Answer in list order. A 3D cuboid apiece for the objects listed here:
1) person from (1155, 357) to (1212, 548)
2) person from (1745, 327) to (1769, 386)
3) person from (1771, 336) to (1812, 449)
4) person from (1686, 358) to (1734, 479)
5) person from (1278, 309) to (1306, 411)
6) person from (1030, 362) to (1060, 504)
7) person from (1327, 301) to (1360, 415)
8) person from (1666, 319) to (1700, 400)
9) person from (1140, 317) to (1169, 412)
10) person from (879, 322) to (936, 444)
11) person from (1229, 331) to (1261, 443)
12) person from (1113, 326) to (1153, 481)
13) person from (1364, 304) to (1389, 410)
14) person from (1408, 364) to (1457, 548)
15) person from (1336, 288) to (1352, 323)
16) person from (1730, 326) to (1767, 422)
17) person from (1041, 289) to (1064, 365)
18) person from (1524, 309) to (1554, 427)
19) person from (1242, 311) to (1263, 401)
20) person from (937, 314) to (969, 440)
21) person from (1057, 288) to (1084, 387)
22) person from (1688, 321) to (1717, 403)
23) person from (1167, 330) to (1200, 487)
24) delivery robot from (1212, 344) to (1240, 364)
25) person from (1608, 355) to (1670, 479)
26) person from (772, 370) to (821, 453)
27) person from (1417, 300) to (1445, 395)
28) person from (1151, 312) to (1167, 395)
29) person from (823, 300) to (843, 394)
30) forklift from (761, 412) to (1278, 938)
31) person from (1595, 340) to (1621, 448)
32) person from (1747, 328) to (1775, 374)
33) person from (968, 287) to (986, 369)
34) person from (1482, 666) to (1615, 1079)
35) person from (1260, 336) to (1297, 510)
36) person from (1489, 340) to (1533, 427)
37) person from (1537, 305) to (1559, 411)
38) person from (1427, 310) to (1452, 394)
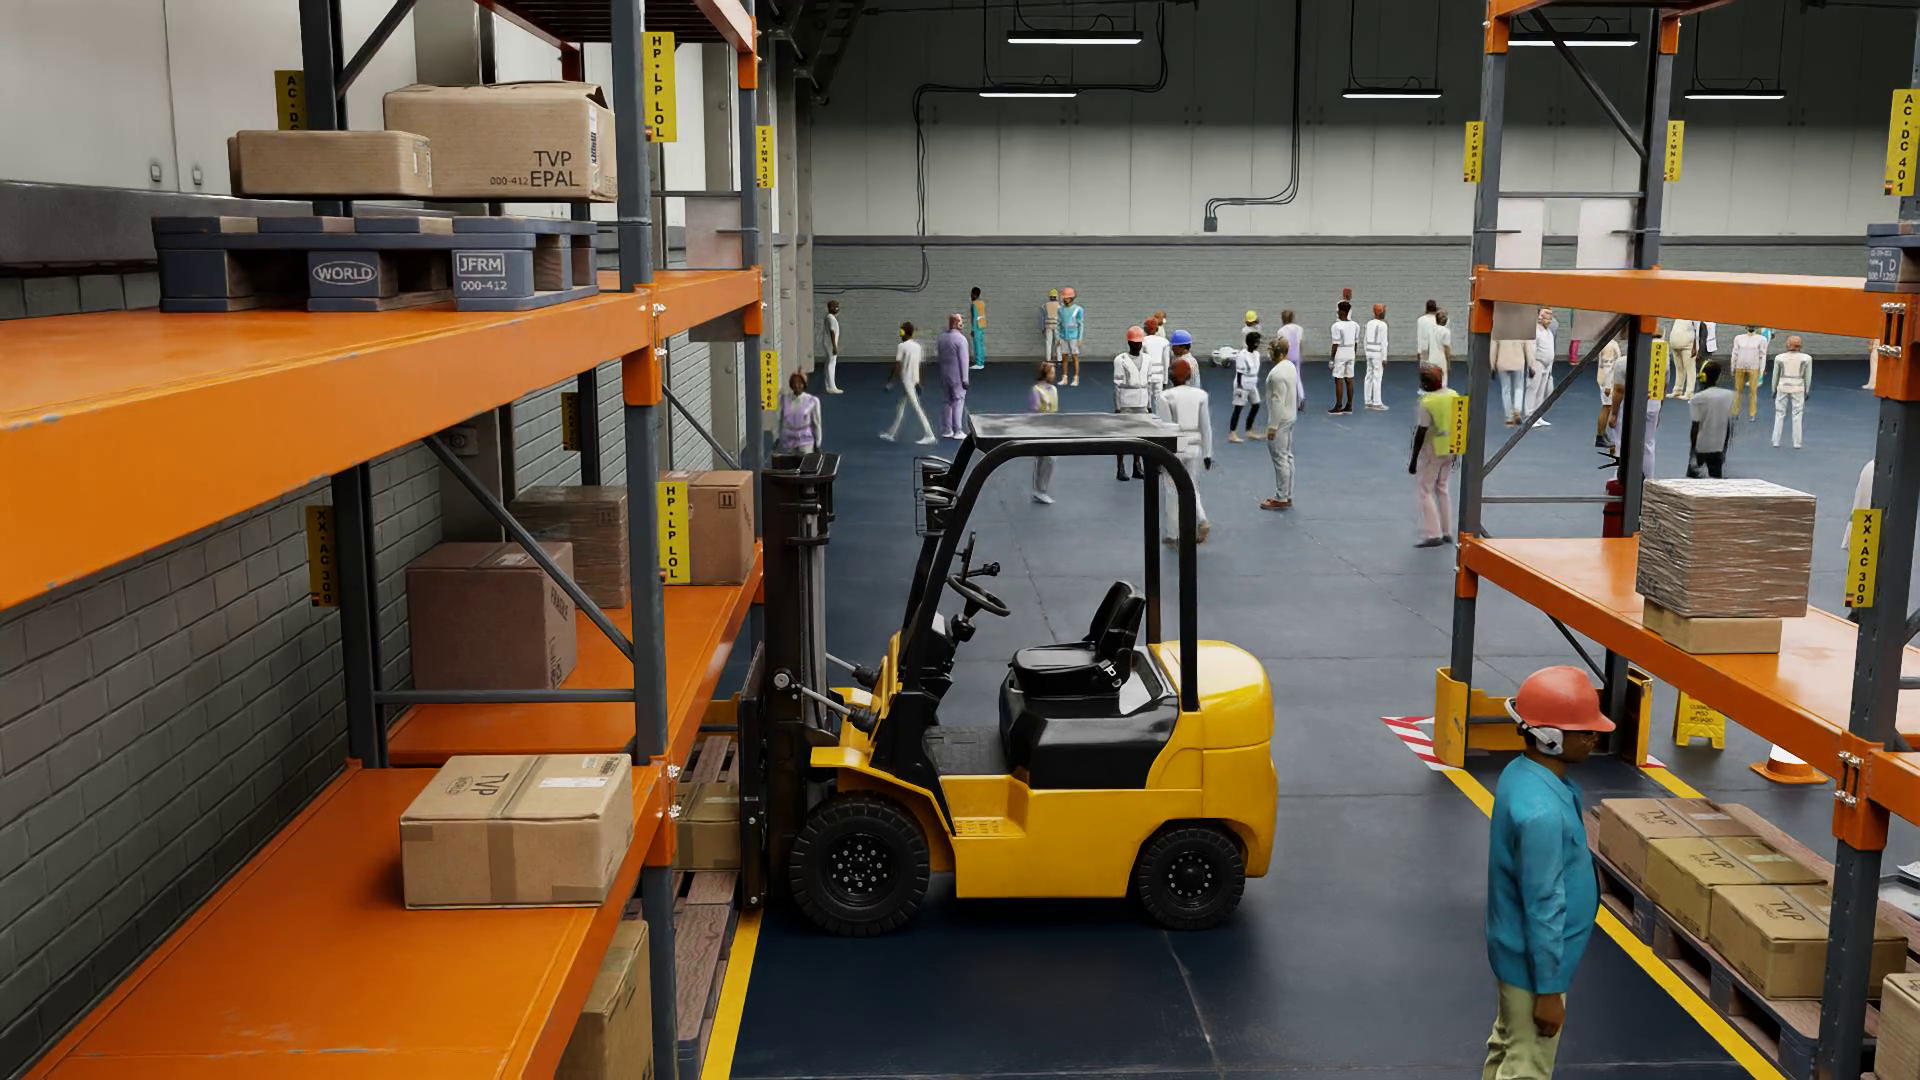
[{"bbox_3d":[2.172,-0.840,16.203,0.601,1.870,0.496,-4,11,-22],"label":"person"},{"bbox_3d":[16.601,-4.113,34.561,0.350,1.835,0.518,7,12,33],"label":"person"},{"bbox_3d":[12.053,-2.141,24.140,0.517,1.633,0.312,7,12,33],"label":"person"},{"bbox_3d":[7.483,-0.886,16.547,0.519,1.843,0.792,-2,10,-11],"label":"person"},{"bbox_3d":[5.862,-3.175,29.395,0.527,1.815,0.840,-3,10,-14],"label":"person"},{"bbox_3d":[1.012,-1.209,18.925,0.432,1.623,0.538,6,12,28],"label":"person"},{"bbox_3d":[6.639,-3.156,28.848,0.602,1.966,0.368,-7,12,-33],"label":"person"},{"bbox_3d":[13.768,-3.692,31.628,0.538,2.000,0.687,-2,10,-11],"label":"person"},{"bbox_3d":[2.839,-2.371,24.748,0.581,1.878,0.364,-3,11,-18],"label":"person"},{"bbox_3d":[-0.758,-2.328,24.721,1.023,1.804,0.525,5,11,27],"label":"person"},{"bbox_3d":[4.270,-2.276,24.763,0.381,1.677,0.552,10,14,43],"label":"person"},{"bbox_3d":[2.192,-1.711,20.879,0.553,1.935,0.364,-5,11,-26],"label":"person"},{"bbox_3d":[7.425,-3.260,29.661,0.361,1.882,0.575,-4,11,-20],"label":"person"},{"bbox_3d":[4.725,-0.831,16.348,0.660,1.812,0.468,-8,13,-38],"label":"person"},{"bbox_3d":[9.191,-5.071,39.778,0.374,1.879,0.586,-3,10,-14],"label":"person"},{"bbox_3d":[13.123,-2.853,27.710,0.533,1.772,0.296,8,13,37],"label":"person"},{"bbox_3d":[2.282,-5.190,40.552,0.589,1.834,0.403,2,10,11],"label":"person"},{"bbox_3d":[9.423,-2.791,27.001,0.405,1.902,0.636,10,14,43],"label":"person"},{"bbox_3d":[5.505,-3.468,31.347,0.587,1.700,0.426,-8,13,-37],"label":"person"},{"bbox_3d":[-0.065,-2.475,25.258,0.401,1.900,0.642,-7,12,-35],"label":"person"},{"bbox_3d":[2.272,-4.185,34.432,0.677,2.030,0.412,8,13,37],"label":"person"},{"bbox_3d":[13.754,-3.469,30.727,0.390,1.920,0.587,7,13,36],"label":"person"},{"bbox_3d":[2.691,-1.561,20.052,0.419,1.939,0.608,3,11,17],"label":"person"},{"bbox_3d":[6.326,-4.413,39.524,0.707,0.478,0.477,-9,14,-40],"label":"delivery robot"},{"bbox_3d":[7.898,-1.517,19.513,0.686,2.000,0.535,-2,10,-11],"label":"person"},{"bbox_3d":[-1.757,-1.056,18.145,0.519,1.608,0.762,2,10,10],"label":"person"},{"bbox_3d":[9.117,-3.701,32.154,0.596,1.880,0.960,-1,10,-5],"label":"person"},{"bbox_3d":[3.884,-3.640,32.498,0.290,1.634,0.515,4,11,20],"label":"person"},{"bbox_3d":[-2.531,-3.809,32.841,0.344,1.840,0.507,-3,11,-18],"label":"person"},{"bbox_3d":[0.291,0.548,7.580,2.313,2.155,1.214,0,10,-2],"label":"forklift"},{"bbox_3d":[9.483,-2.301,24.216,0.386,1.924,0.548,5,11,25],"label":"person"},{"bbox_3d":[18.078,-4.703,37.542,0.627,1.940,0.370,2,10,9],"label":"person"},{"bbox_3d":[0.417,-4.999,39.247,0.392,1.920,0.587,4,11,19],"label":"person"},{"bbox_3d":[1.747,1.231,5.001,0.324,1.752,0.561,2,10,12],"label":"person"},{"bbox_3d":[3.583,-1.307,18.625,0.355,1.937,0.635,5,11,25],"label":"person"},{"bbox_3d":[8.903,-2.797,26.886,0.695,1.949,0.481,2,10,12],"label":"person"},{"bbox_3d":[10.283,-3.233,29.356,0.633,1.938,0.356,-7,12,-34],"label":"person"},{"bbox_3d":[8.134,-2.976,28.209,0.366,1.839,0.516,-5,11,-24],"label":"person"}]
